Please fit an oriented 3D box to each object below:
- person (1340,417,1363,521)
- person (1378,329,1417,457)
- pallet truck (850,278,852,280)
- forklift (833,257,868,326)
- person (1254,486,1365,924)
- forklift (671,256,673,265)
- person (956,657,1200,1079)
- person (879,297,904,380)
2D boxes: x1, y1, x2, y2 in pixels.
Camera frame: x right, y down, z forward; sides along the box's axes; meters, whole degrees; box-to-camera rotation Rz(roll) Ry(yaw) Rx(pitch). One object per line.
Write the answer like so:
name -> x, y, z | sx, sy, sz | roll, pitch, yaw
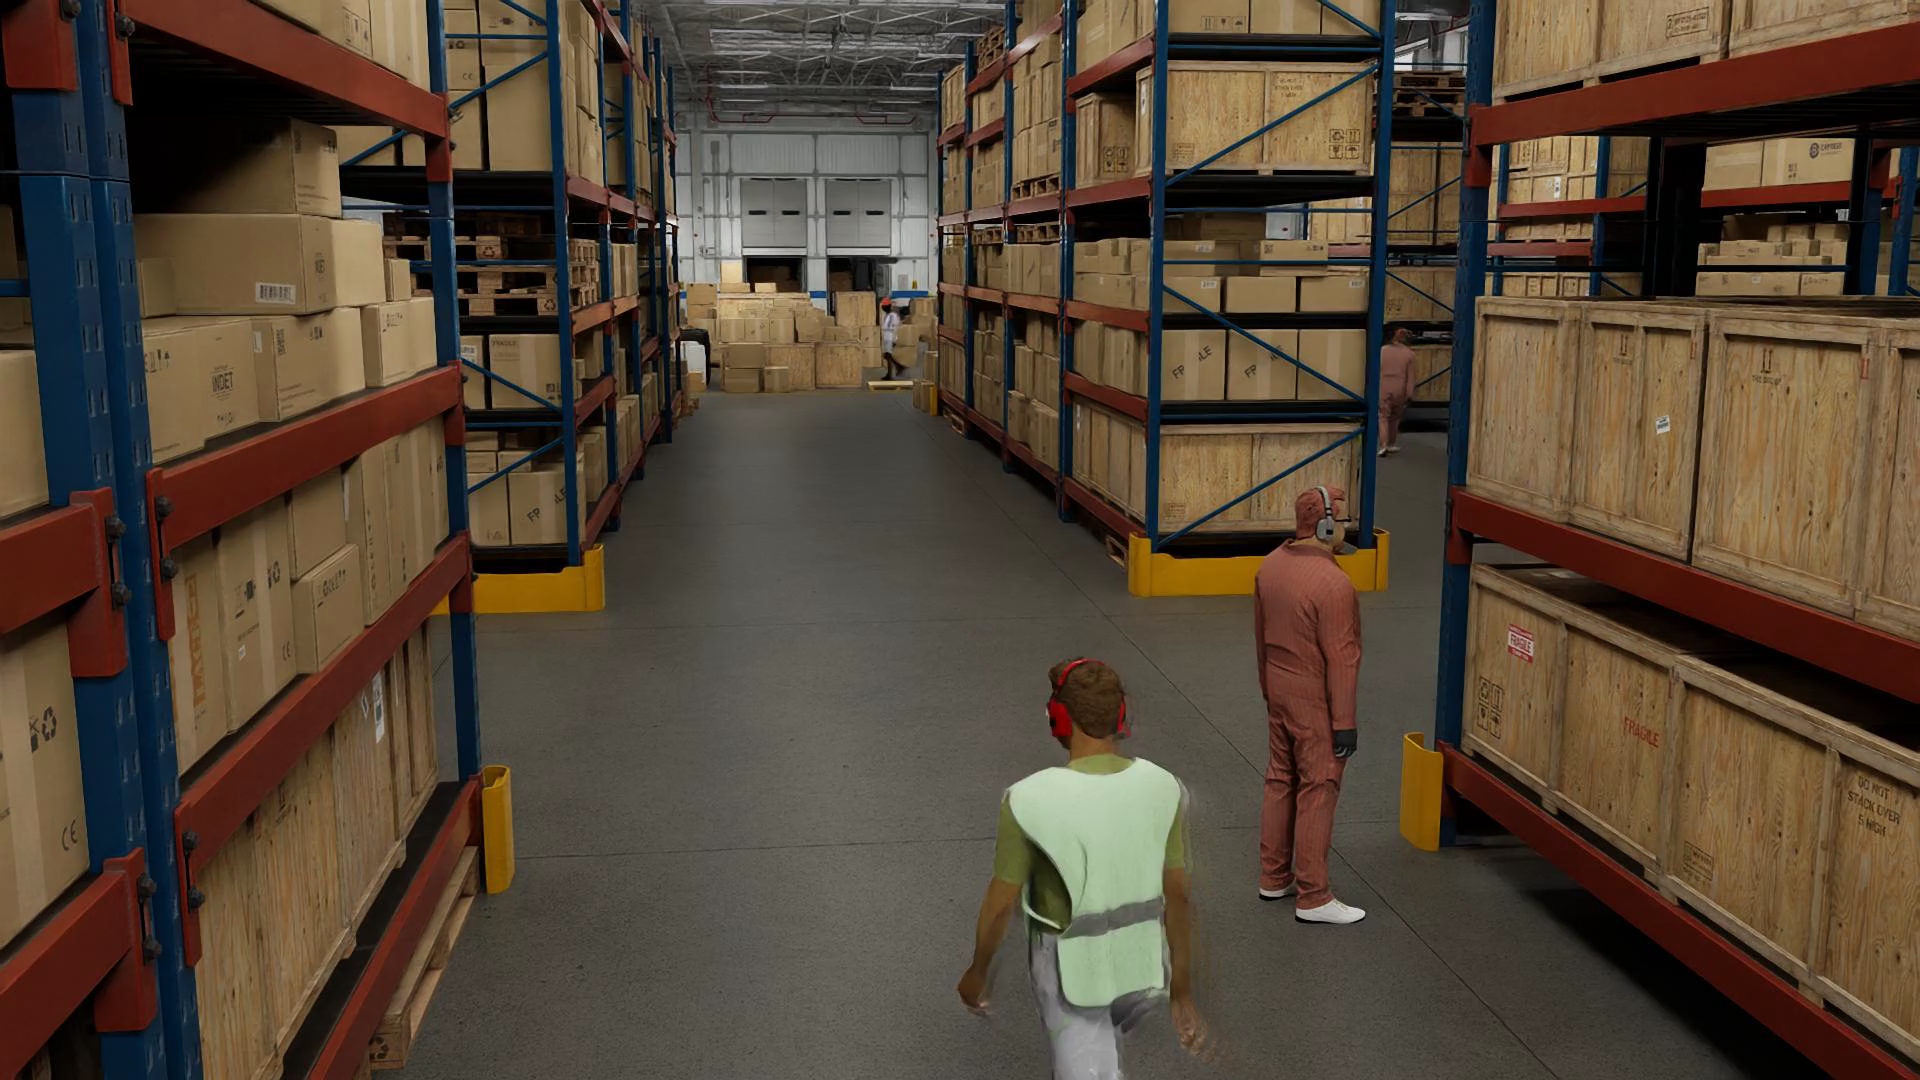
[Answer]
person -> 4.245, -1.054, 18.164 | 0.319, 1.690, 0.530 | -8, 12, -38
person -> 6.248, -2.121, 23.954 | 0.632, 1.840, 0.888 | 4, 10, 20
pallet truck -> -3.782, -9.391, 65.808 | 1.885, 1.965, 0.823 | 2, 10, 10
forklift -> -2.884, -6.733, 47.766 | 1.873, 2.768, 1.129 | -3, 10, -15
person -> 1.549, 0.709, 7.269 | 0.408, 1.906, 0.654 | -4, 10, -20
forklift -> -10.983, -9.065, 61.341 | 1.129, 2.768, 1.873 | -1, 10, -7
person -> 0.396, 1.230, 4.609 | 0.568, 1.791, 1.002 | -7, 12, -35
person -> -1.583, -4.648, 38.457 | 0.599, 1.920, 0.549 | -7, 12, -35
